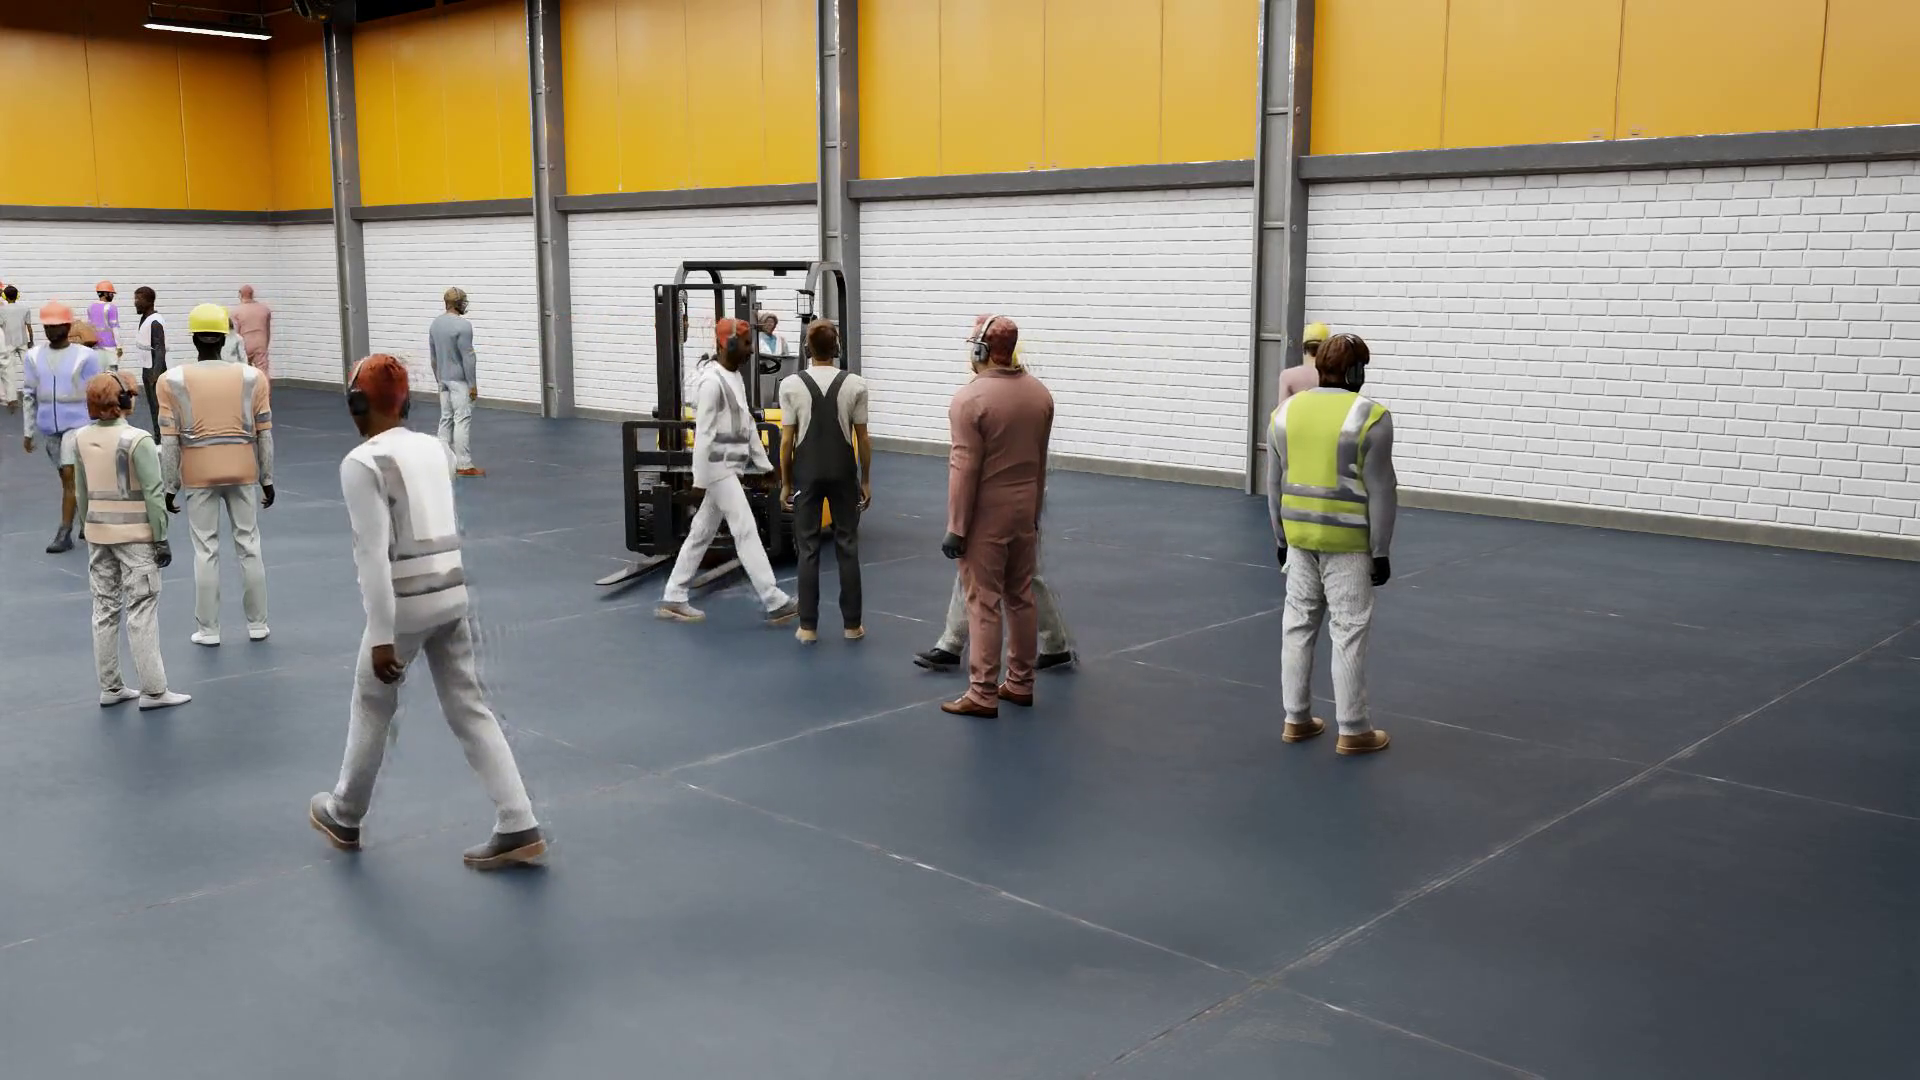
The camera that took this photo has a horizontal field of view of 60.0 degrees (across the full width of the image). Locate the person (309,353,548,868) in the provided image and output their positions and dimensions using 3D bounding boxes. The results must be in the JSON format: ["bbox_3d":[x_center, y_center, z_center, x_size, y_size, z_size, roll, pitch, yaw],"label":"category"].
[{"bbox_3d":[-1.944,0.259,5.894,1.017,1.823,0.639,4,10,21],"label":"person"}]

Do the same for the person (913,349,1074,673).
[{"bbox_3d":[0.215,-0.151,8.599,0.785,1.783,0.609,-3,10,-20],"label":"person"}]

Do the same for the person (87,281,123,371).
[{"bbox_3d":[-13.153,-3.023,25.679,0.551,1.929,0.374,3,10,19],"label":"person"}]

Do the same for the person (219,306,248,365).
[{"bbox_3d":[-8.482,-1.853,19.215,0.503,1.691,0.897,-7,12,-37],"label":"person"}]

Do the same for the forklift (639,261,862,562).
[{"bbox_3d":[-1.552,-1.040,12.721,1.214,2.155,2.313,2,9,11],"label":"forklift"}]

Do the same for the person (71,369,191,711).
[{"bbox_3d":[-4.013,0.006,7.990,0.514,1.645,0.309,3,10,20],"label":"person"}]

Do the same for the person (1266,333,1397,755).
[{"bbox_3d":[1.648,0.014,7.337,0.430,1.844,0.623,-8,13,-42],"label":"person"}]

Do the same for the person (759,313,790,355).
[{"bbox_3d":[-2.111,-1.743,18.781,0.522,1.626,0.529,-7,12,-38],"label":"person"}]

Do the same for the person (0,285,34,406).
[{"bbox_3d":[-14.676,-3.023,25.858,0.510,1.877,0.328,-7,12,-38],"label":"person"}]

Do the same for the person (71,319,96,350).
[{"bbox_3d":[-8.723,-1.383,16.562,0.278,1.627,0.503,0,9,1],"label":"person"}]

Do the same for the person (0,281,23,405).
[{"bbox_3d":[-14.971,-3.090,25.891,0.611,1.997,0.375,5,11,30],"label":"person"}]

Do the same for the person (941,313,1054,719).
[{"bbox_3d":[0.151,-0.114,7.908,0.411,1.913,0.643,8,12,41],"label":"person"}]

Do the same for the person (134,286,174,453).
[{"bbox_3d":[-9.297,-1.956,19.185,0.392,1.917,0.591,-8,12,-39],"label":"person"}]

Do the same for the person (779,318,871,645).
[{"bbox_3d":[-0.763,-0.324,9.403,0.516,1.842,0.325,-1,9,-8],"label":"person"}]

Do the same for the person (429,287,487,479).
[{"bbox_3d":[-5.114,-1.591,16.882,0.635,1.936,0.353,7,12,38],"label":"person"}]

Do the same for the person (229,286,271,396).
[{"bbox_3d":[-10.947,-2.980,25.664,0.638,1.852,1.007,-7,12,-39],"label":"person"}]

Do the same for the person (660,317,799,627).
[{"bbox_3d":[-1.374,-0.403,9.930,0.973,1.828,0.571,0,9,1],"label":"person"}]

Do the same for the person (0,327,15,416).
[{"bbox_3d":[-9.141,-1.389,15.455,0.633,2.011,0.953,-2,10,-13],"label":"person"}]

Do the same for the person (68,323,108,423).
[{"bbox_3d":[-8.166,-1.219,15.580,0.489,1.612,0.520,-1,9,-9],"label":"person"}]

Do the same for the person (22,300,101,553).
[{"bbox_3d":[-6.852,-0.894,12.754,0.554,1.892,0.982,-1,9,-4],"label":"person"}]

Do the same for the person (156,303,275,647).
[{"bbox_3d":[-4.177,-0.361,9.372,0.594,1.926,0.366,-6,11,-33],"label":"person"}]

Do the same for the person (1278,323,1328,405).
[{"bbox_3d":[2.636,-0.752,12.412,0.534,1.721,0.926,3,10,17],"label":"person"}]
